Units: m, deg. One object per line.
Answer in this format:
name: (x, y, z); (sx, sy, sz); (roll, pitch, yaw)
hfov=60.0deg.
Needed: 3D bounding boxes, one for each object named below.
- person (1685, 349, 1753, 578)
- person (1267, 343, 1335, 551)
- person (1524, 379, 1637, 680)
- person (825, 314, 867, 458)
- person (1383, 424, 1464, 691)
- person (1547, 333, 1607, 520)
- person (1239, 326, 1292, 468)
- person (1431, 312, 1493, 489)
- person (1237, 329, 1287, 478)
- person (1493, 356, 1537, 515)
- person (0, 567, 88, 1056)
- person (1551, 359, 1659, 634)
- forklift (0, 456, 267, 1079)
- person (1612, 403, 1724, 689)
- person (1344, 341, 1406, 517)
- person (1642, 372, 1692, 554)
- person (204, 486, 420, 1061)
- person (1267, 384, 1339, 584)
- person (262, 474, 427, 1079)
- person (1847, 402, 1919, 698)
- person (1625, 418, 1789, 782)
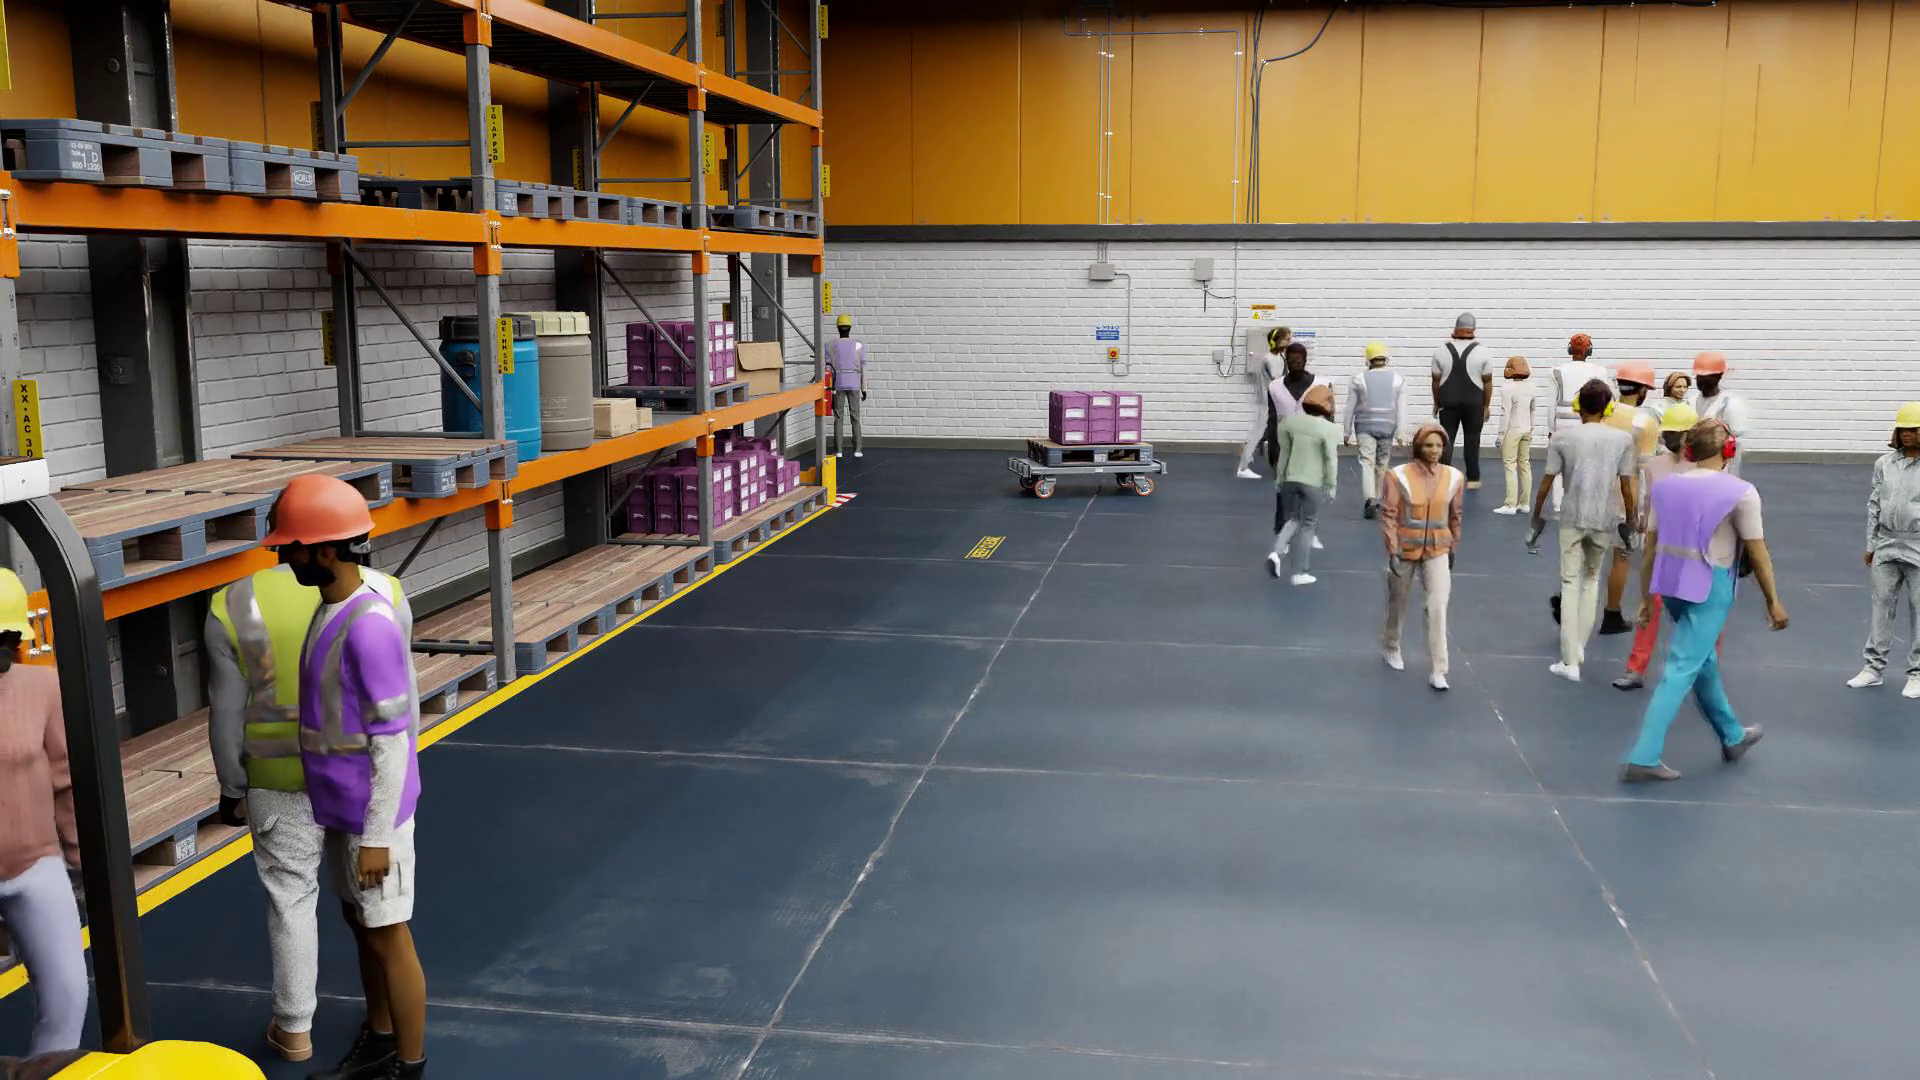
person: (5.939, -0.548, 13.052); (0.753, 1.910, 0.553); (-4, 10, -22)
person: (3.041, -0.820, 14.865); (0.611, 1.882, 0.710); (4, 10, 21)
person: (3.834, -0.069, 10.292); (0.667, 1.838, 0.580); (1, 9, 8)
person: (-1.533, -2.050, 22.245); (0.587, 1.926, 0.366); (-2, 9, -10)
person: (2.817, 0.074, 10.189); (0.495, 1.592, 0.879); (0, 9, 1)
person: (6.165, -1.119, 16.638); (0.574, 1.882, 0.356); (5, 11, 30)
person: (3.915, -1.792, 20.999); (0.631, 1.826, 0.536); (2, 9, 12)
person: (5.794, -1.607, 19.162); (0.685, 2.000, 0.537); (5, 11, 29)
person: (3.790, -1.612, 19.913); (0.998, 1.805, 0.494); (4, 10, 22)
person: (5.726, -1.079, 17.152); (0.506, 1.632, 0.268); (-5, 11, -30)
person: (-2.596, 0.935, 4.407); (0.612, 1.738, 0.574); (-8, 12, -42)
person: (4.418, -0.269, 11.324); (0.660, 1.909, 0.586); (-7, 11, -35)
forklift: (-2.328, 0.975, 2.765); (2.313, 2.155, 1.214); (1, 9, 9)
person: (4.338, 0.035, 10.019); (0.899, 1.723, 0.533); (-7, 12, -38)
person: (4.247, -1.135, 17.023); (0.600, 1.799, 0.898); (1, 9, 4)
person: (6.158, -0.637, 14.411); (0.525, 1.639, 0.307); (-2, 10, -15)
person: (-2.057, 0.734, 5.335); (0.633, 1.841, 0.429); (-5, 11, -30)
person: (2.729, -0.431, 13.200); (0.460, 1.607, 0.545); (-8, 12, -42)
person: (-1.767, 0.769, 4.834); (0.376, 1.934, 0.547); (-6, 11, -33)
person: (5.584, 0.056, 9.817); (0.312, 1.744, 0.487); (-6, 11, -34)
person: (3.697, 0.293, 8.253); (1.011, 1.779, 0.587); (-4, 10, -21)
